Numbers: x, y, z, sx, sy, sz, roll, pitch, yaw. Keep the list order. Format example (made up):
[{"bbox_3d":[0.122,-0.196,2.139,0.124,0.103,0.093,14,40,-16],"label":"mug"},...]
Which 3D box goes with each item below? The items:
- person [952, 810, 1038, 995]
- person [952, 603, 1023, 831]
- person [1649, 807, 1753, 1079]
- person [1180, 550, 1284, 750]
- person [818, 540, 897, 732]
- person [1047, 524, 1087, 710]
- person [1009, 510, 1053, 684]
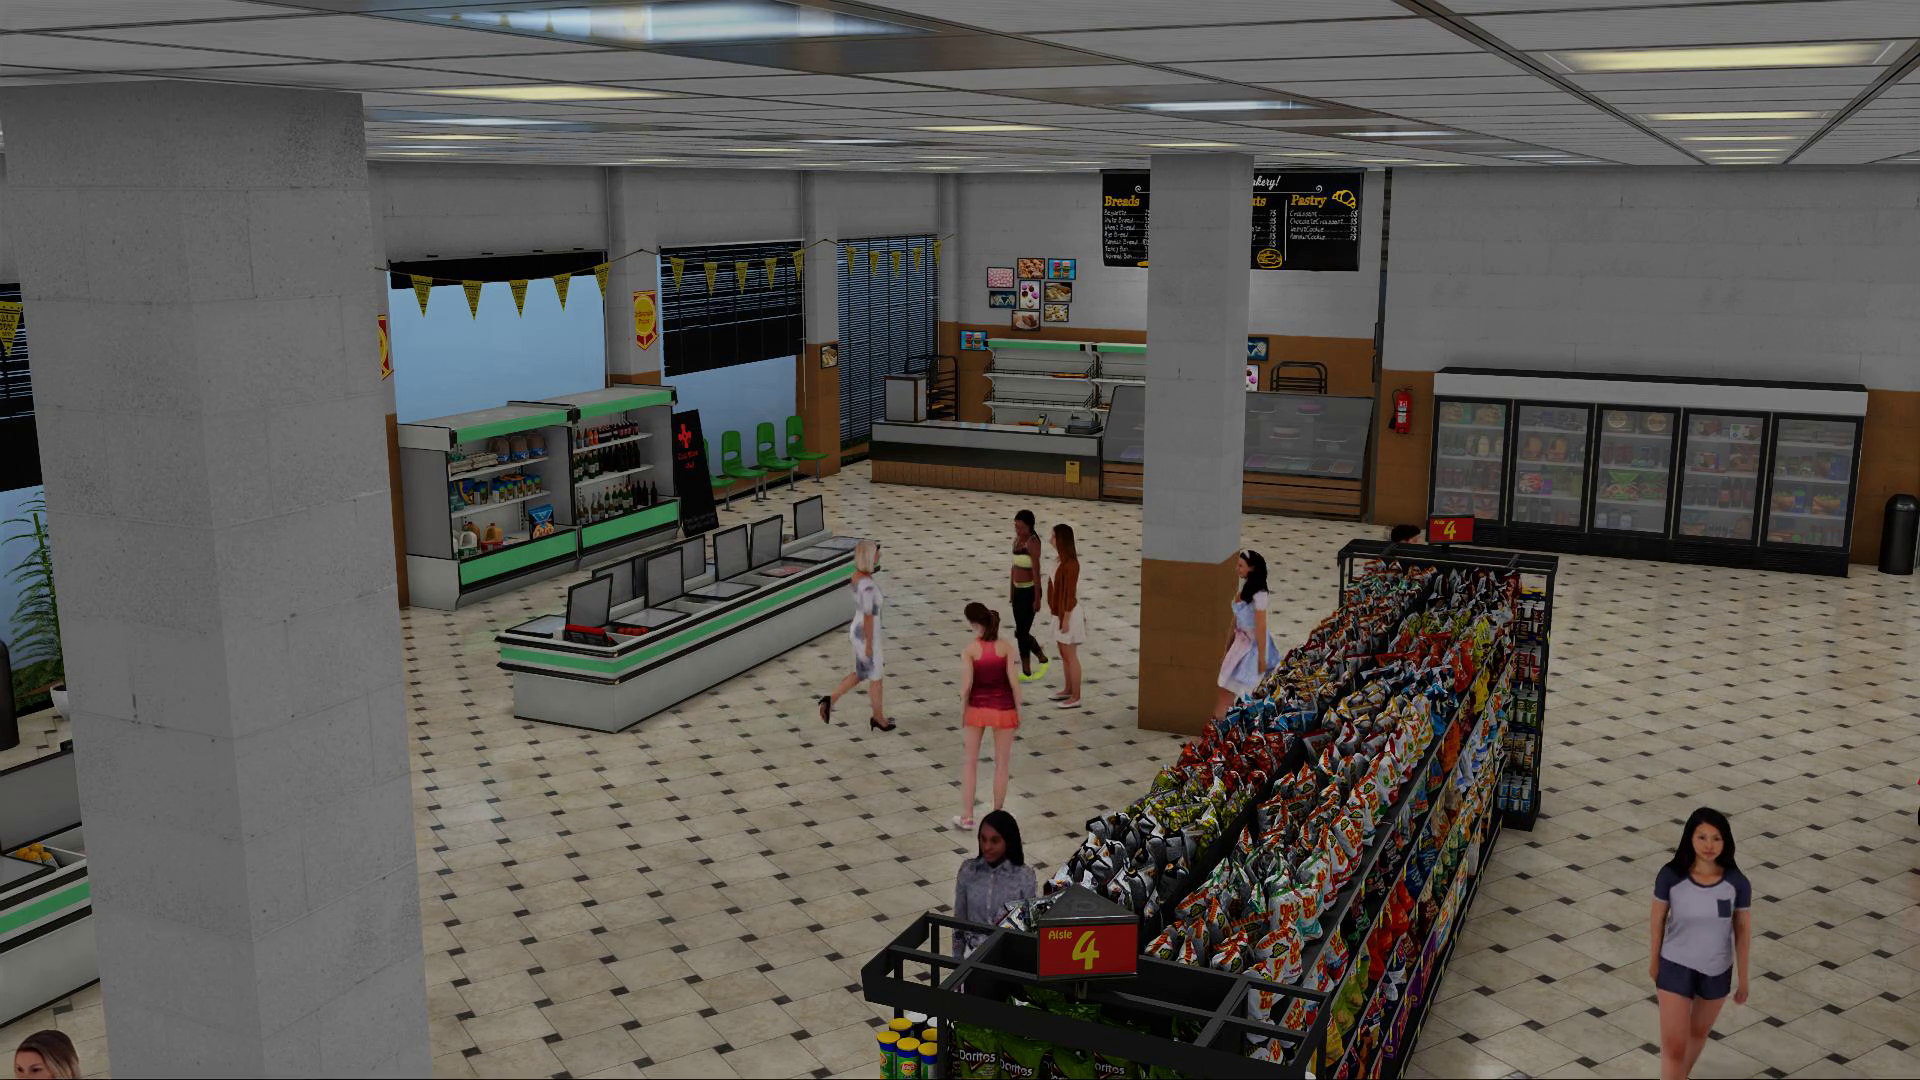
[{"bbox_3d":[0.209,2.155,8.362,0.628,1.708,0.942,5,13,22],"label":"person"},{"bbox_3d":[0.241,1.300,12.370,0.751,1.731,0.718,4,12,17],"label":"person"},{"bbox_3d":[3.742,2.154,8.465,0.762,1.670,1.103,2,12,11],"label":"person"},{"bbox_3d":[2.497,0.994,13.747,1.102,1.762,1.199,-1,12,-7],"label":"person"},{"bbox_3d":[-0.892,0.860,14.456,1.002,1.732,0.944,-4,13,-18],"label":"person"},{"bbox_3d":[1.002,0.685,15.333,0.758,1.715,0.667,-2,12,-9],"label":"person"},{"bbox_3d":[0.717,0.548,15.929,0.848,1.735,0.799,-5,13,-24],"label":"person"}]
